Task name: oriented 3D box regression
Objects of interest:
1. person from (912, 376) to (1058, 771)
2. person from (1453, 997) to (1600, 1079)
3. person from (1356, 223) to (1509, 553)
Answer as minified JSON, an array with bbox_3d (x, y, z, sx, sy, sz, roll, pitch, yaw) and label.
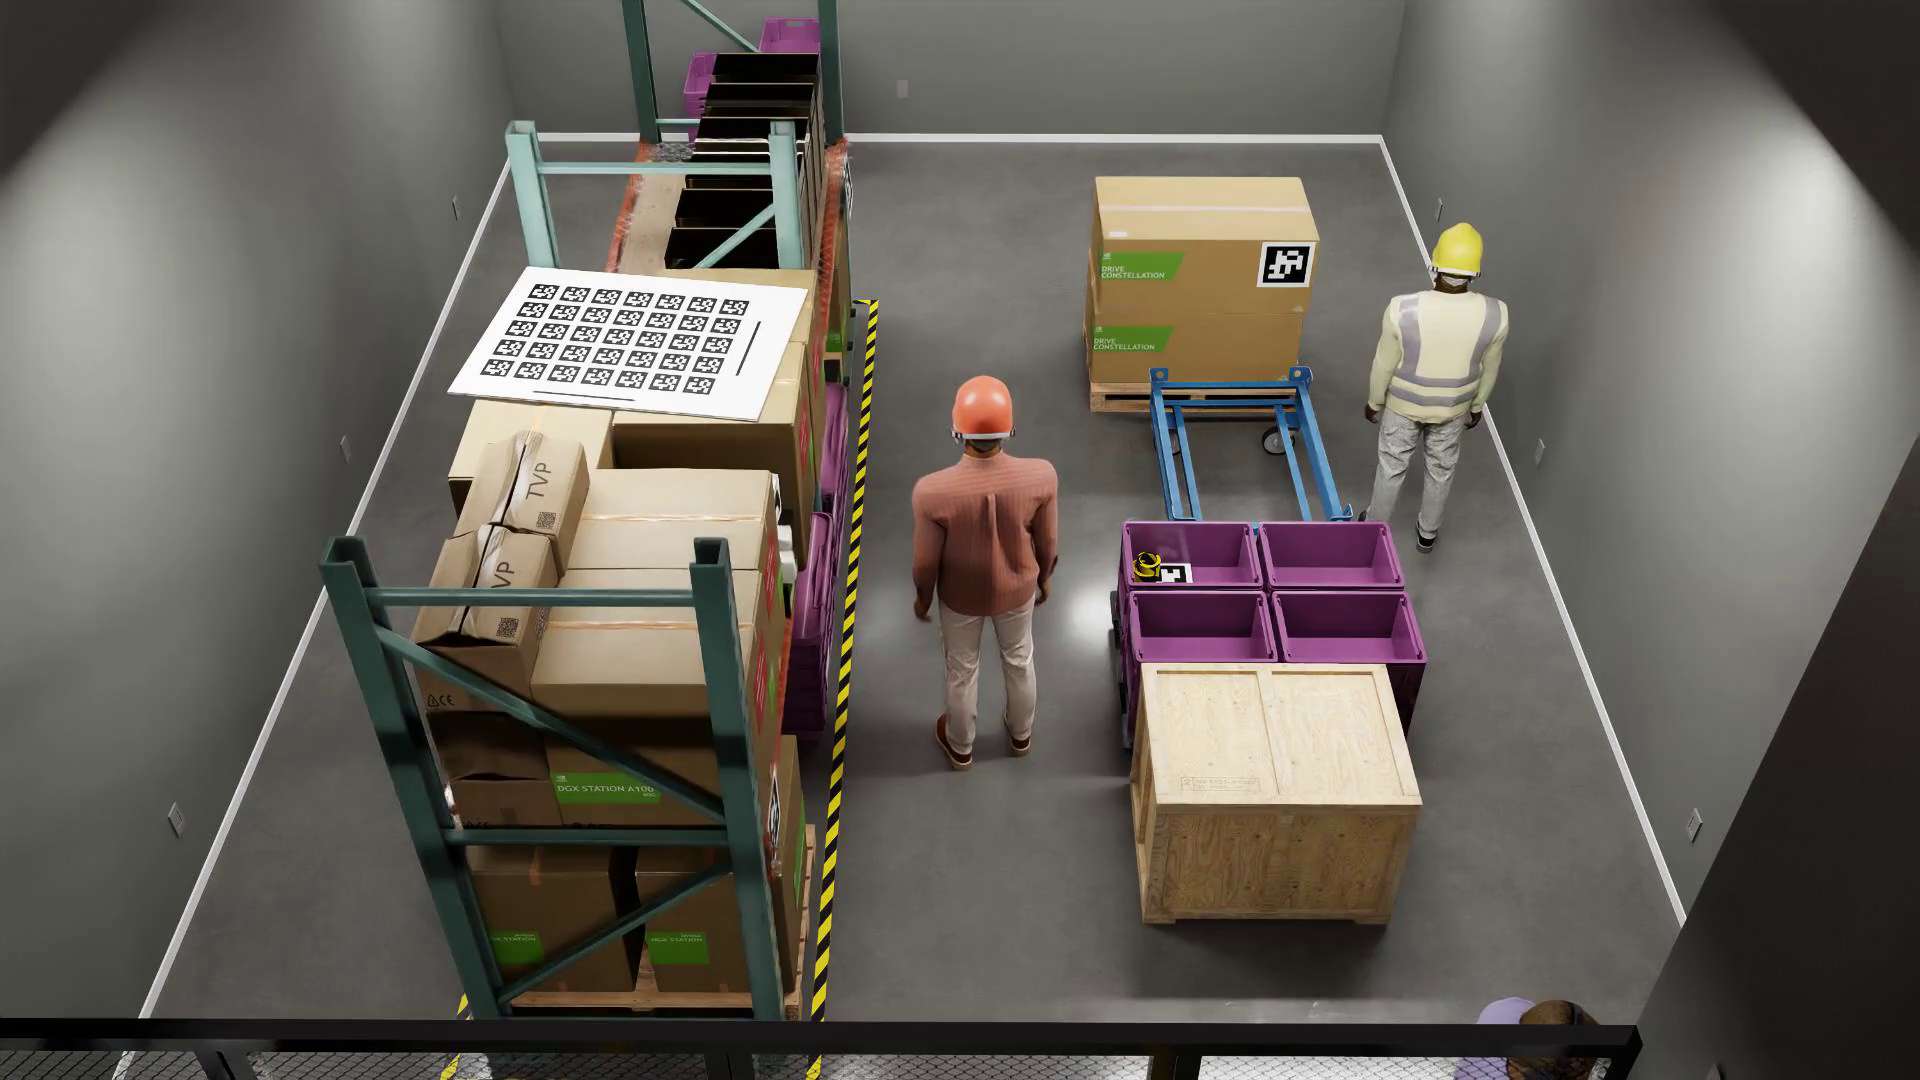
[{"bbox_3d":[0.100,0.169,6.878,0.608,1.996,0.381,-9,42,-10],"label":"person"},{"bbox_3d":[1.534,1.944,4.900,0.359,1.933,0.635,10,42,12],"label":"person"},{"bbox_3d":[2.244,-0.695,7.986,0.586,1.833,0.403,2,41,3],"label":"person"}]
